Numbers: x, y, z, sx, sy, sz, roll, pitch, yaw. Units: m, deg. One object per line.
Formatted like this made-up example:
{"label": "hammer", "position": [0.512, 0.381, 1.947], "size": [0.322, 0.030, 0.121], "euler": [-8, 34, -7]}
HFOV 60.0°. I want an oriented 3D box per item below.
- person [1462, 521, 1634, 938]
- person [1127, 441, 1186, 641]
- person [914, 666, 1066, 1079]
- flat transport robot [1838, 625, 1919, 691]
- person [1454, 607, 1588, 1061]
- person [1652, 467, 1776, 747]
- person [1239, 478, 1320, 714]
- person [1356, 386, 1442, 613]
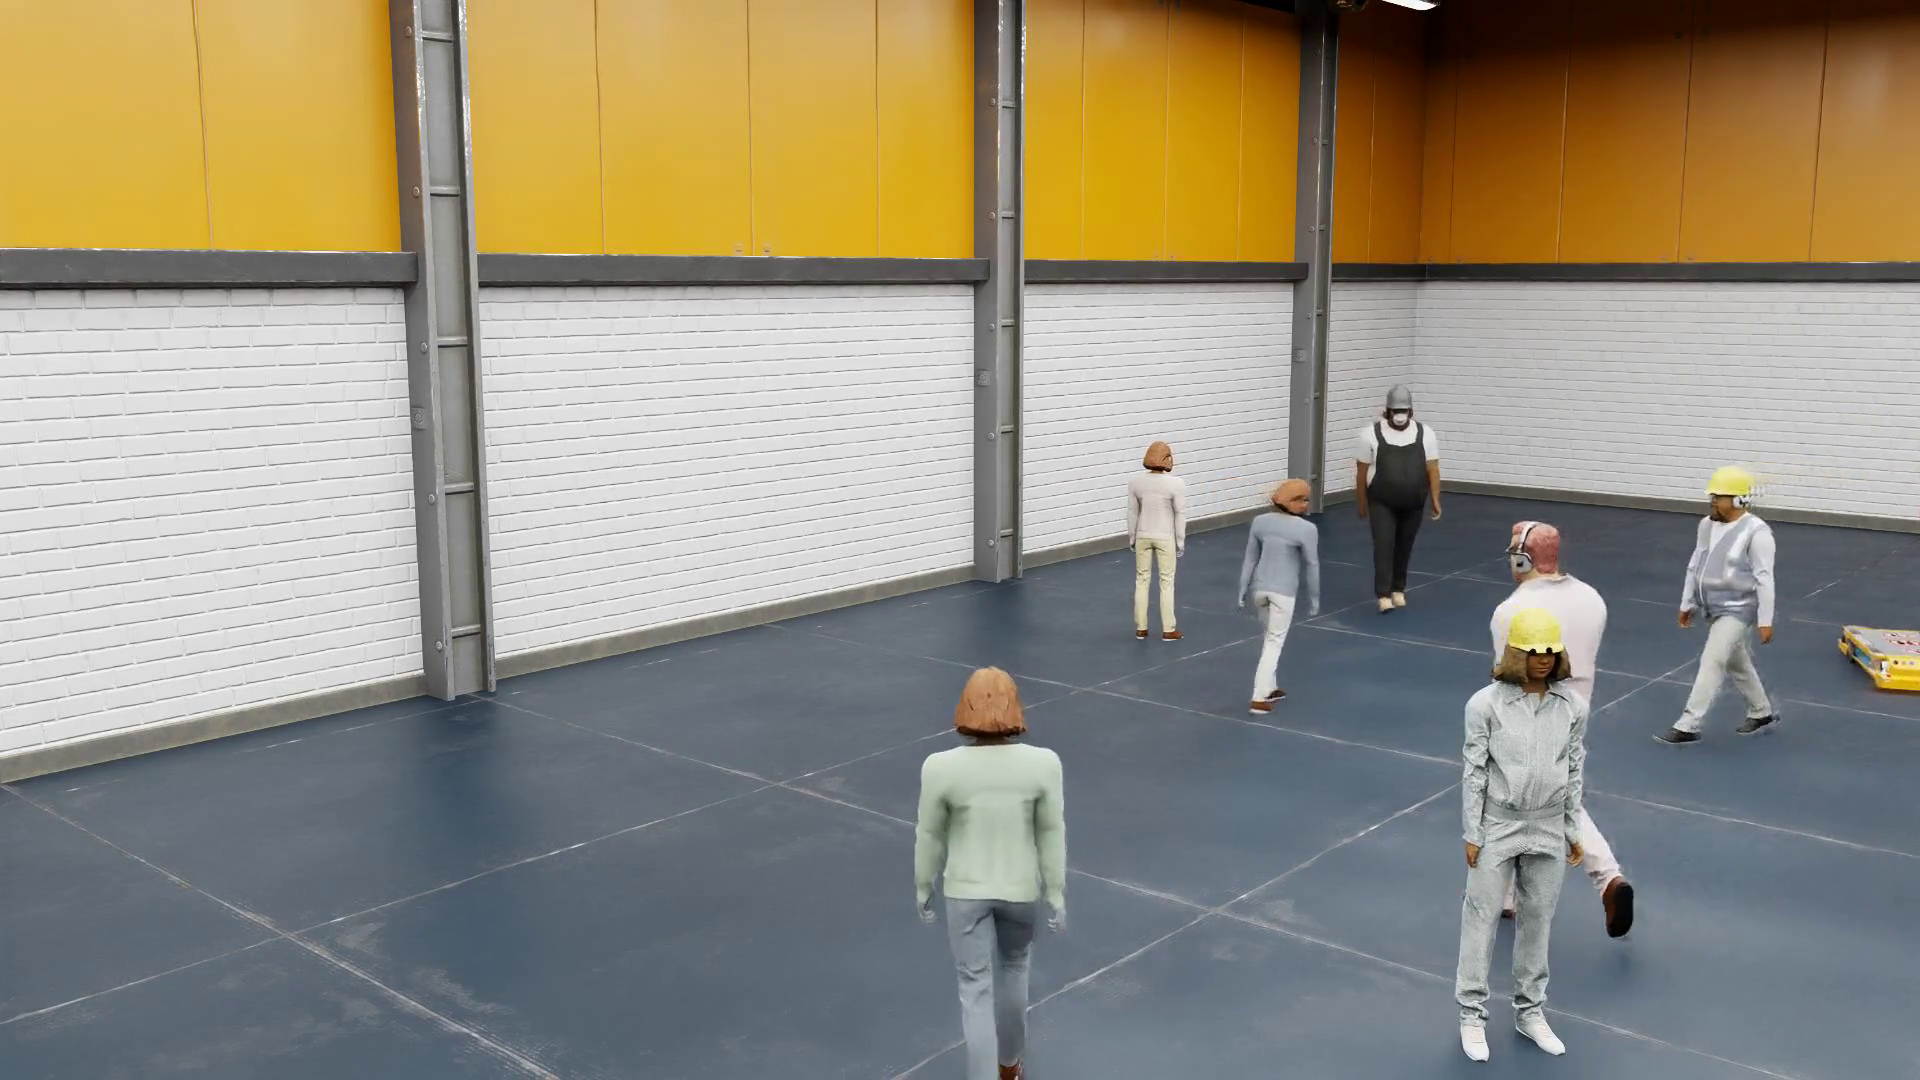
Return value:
{"label": "person", "position": [2.662, 0.856, 7.492], "size": [0.635, 1.877, 0.764], "euler": [-4, 10, -22]}
{"label": "person", "position": [1.601, 0.009, 13.573], "size": [0.501, 1.633, 0.283], "euler": [5, 10, 28]}
{"label": "person", "position": [0.095, 1.230, 5.947], "size": [0.523, 1.608, 0.670], "euler": [-1, 9, -7]}
{"label": "flat transport robot", "position": [7.067, 0.876, 12.398], "size": [0.652, 0.197, 1.431], "euler": [3, 9, 16]}
{"label": "person", "position": [2.142, 1.110, 6.321], "size": [0.484, 1.744, 0.294], "euler": [-1, 9, -8]}
{"label": "person", "position": [4.885, 0.415, 10.575], "size": [0.940, 1.784, 0.610], "euler": [-2, 9, -11]}
{"label": "person", "position": [2.181, 0.379, 11.351], "size": [0.516, 1.594, 0.662], "euler": [9, 13, 44]}
{"label": "person", "position": [3.890, -0.371, 14.687], "size": [0.701, 2.000, 0.950], "euler": [0, 9, 2]}
